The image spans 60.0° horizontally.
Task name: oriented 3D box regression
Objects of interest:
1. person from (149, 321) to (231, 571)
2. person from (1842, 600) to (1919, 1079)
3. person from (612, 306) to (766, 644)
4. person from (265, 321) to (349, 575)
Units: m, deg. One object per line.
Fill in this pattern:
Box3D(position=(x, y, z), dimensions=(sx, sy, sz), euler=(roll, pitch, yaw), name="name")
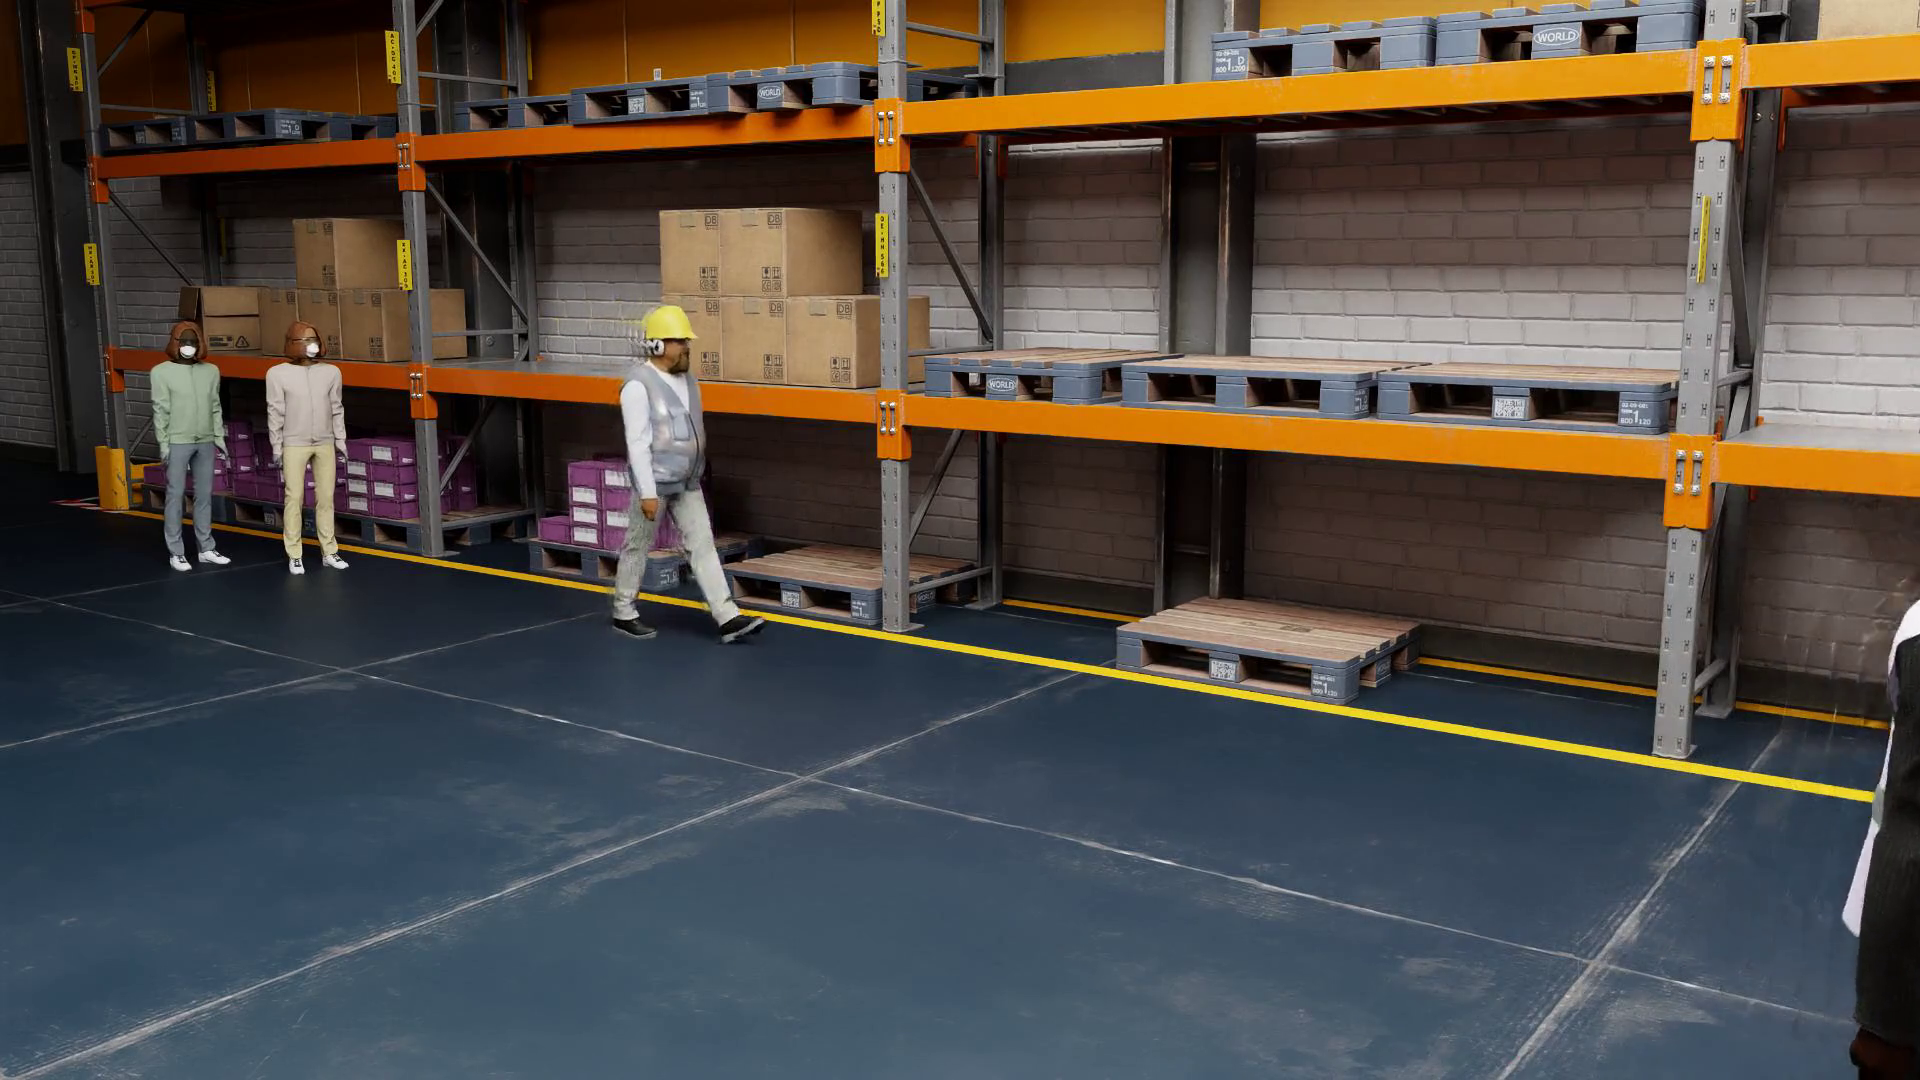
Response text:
Box3D(position=(-5.067, -0.624, 10.969), dimensions=(0.285, 1.632, 0.499), euler=(6, 11, 31), name="person")
Box3D(position=(1.671, 0.656, 2.669), dimensions=(0.610, 1.874, 1.002), euler=(-8, 12, -40), name="person")
Box3D(position=(-1.493, -0.325, 8.726), dimensions=(0.945, 1.781, 0.617), euler=(5, 11, 28), name="person")
Box3D(position=(-4.234, -0.601, 10.821), dimensions=(0.507, 1.636, 0.277), euler=(-9, 13, -43), name="person")
